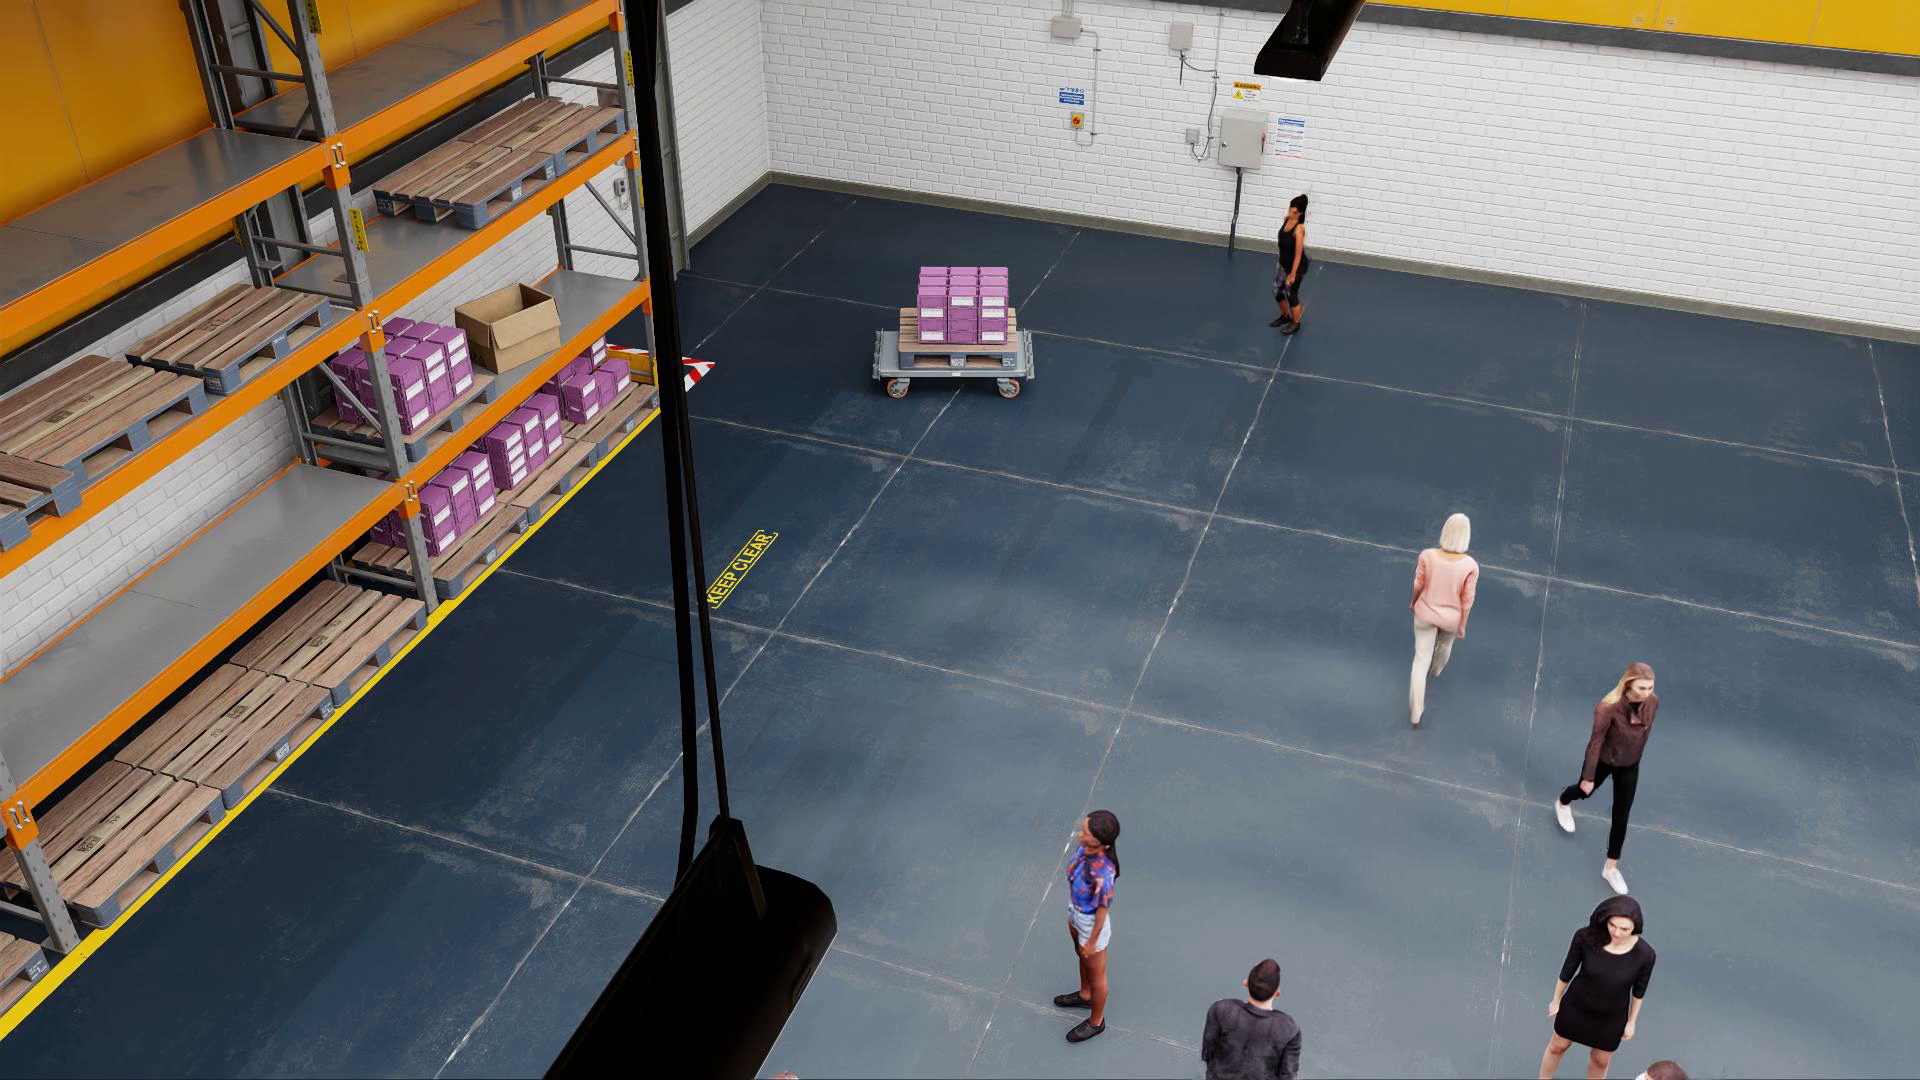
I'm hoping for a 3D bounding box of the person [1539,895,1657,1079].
[{"bbox_3d":[3.534,2.639,9.265,0.625,1.802,0.531,15,37,22],"label":"person"}]

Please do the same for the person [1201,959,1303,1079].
[{"bbox_3d":[1.485,2.961,8.768,0.697,1.817,0.844,7,34,11],"label":"person"}]

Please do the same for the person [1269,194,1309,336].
[{"bbox_3d":[3.596,-2.961,17.836,0.798,1.641,0.735,-6,34,-9],"label":"person"}]

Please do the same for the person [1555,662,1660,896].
[{"bbox_3d":[4.327,1.461,11.163,0.997,1.664,1.209,-6,34,-8],"label":"person"}]

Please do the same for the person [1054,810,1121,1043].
[{"bbox_3d":[0.777,2.265,9.882,0.727,1.742,0.625,-7,34,-10],"label":"person"}]

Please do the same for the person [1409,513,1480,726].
[{"bbox_3d":[3.553,0.619,12.423,0.636,1.670,1.113,13,36,19],"label":"person"}]
